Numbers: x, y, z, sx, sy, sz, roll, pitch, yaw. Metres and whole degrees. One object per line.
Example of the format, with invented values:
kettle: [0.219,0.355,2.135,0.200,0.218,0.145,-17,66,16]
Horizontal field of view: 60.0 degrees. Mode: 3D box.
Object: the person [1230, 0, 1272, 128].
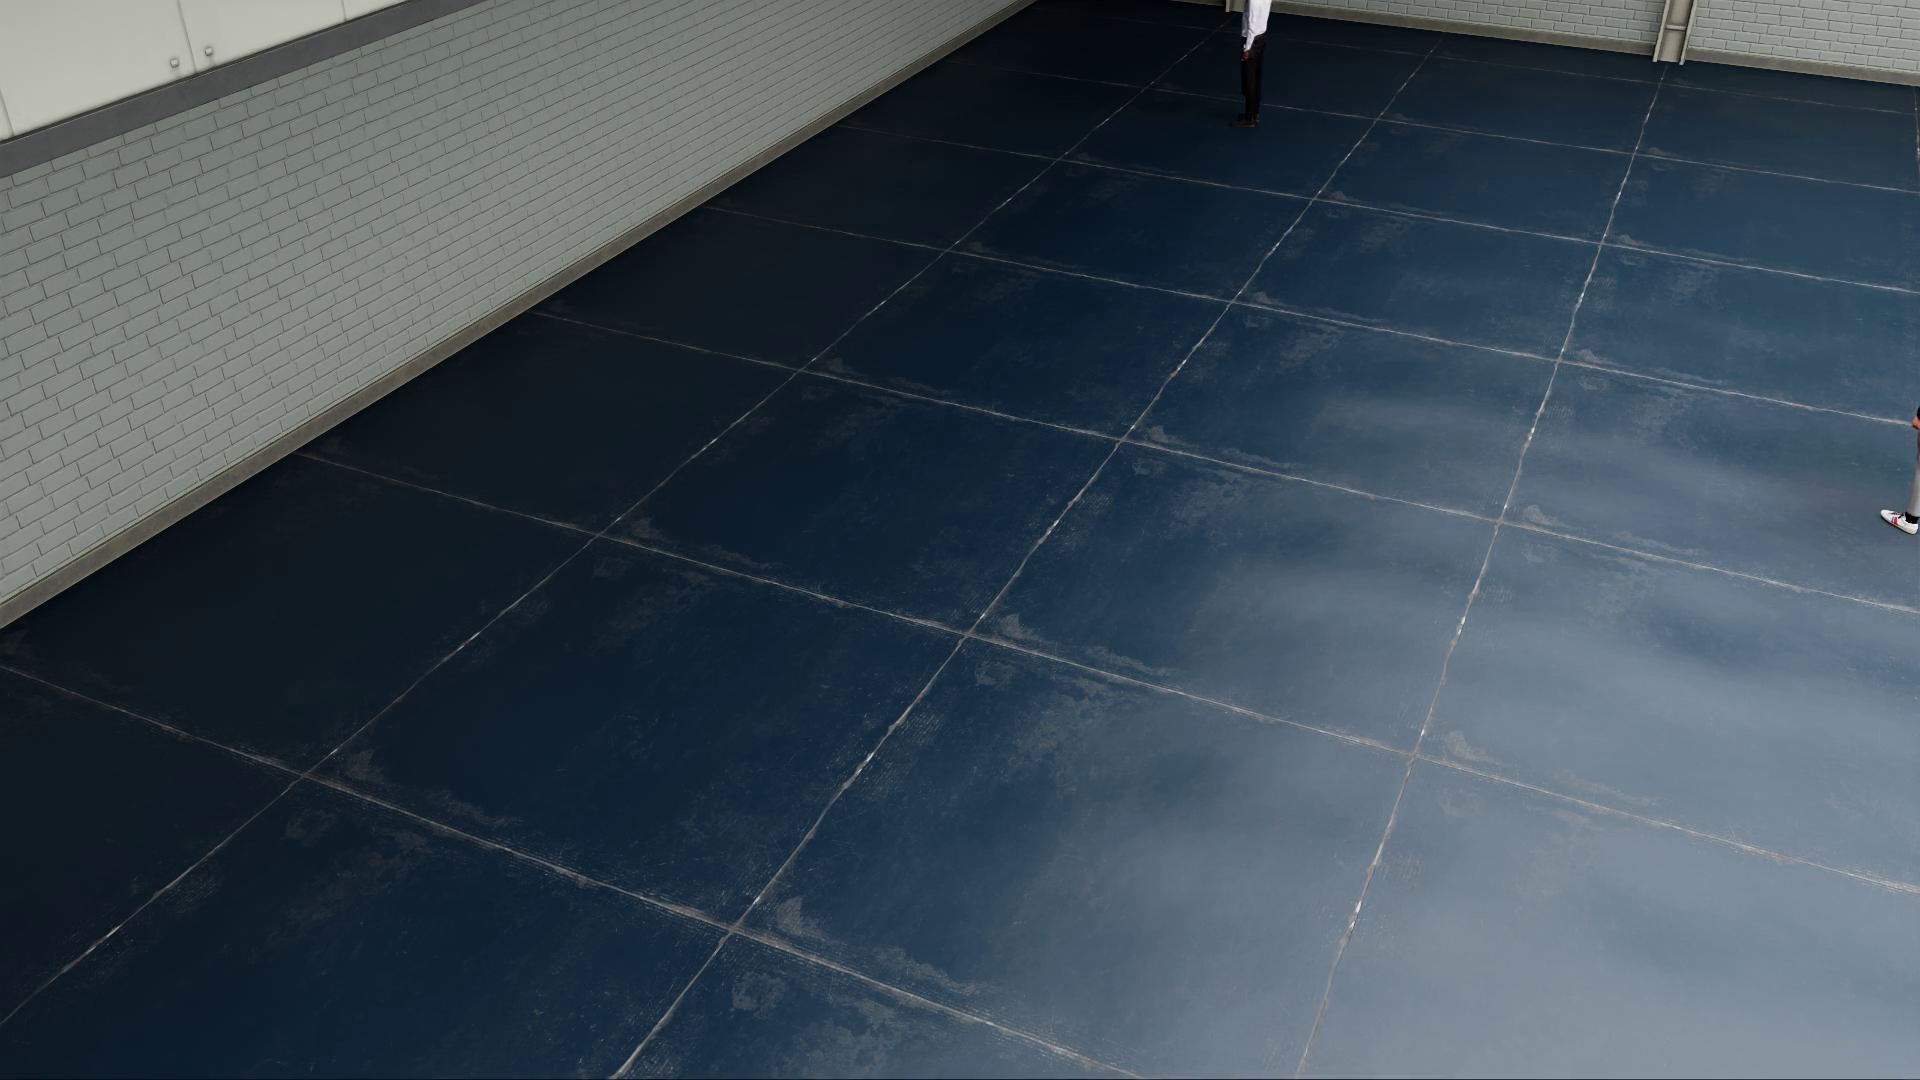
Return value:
person: [3.487,-5.847,19.763,0.554,1.835,0.651,17,36,25]
